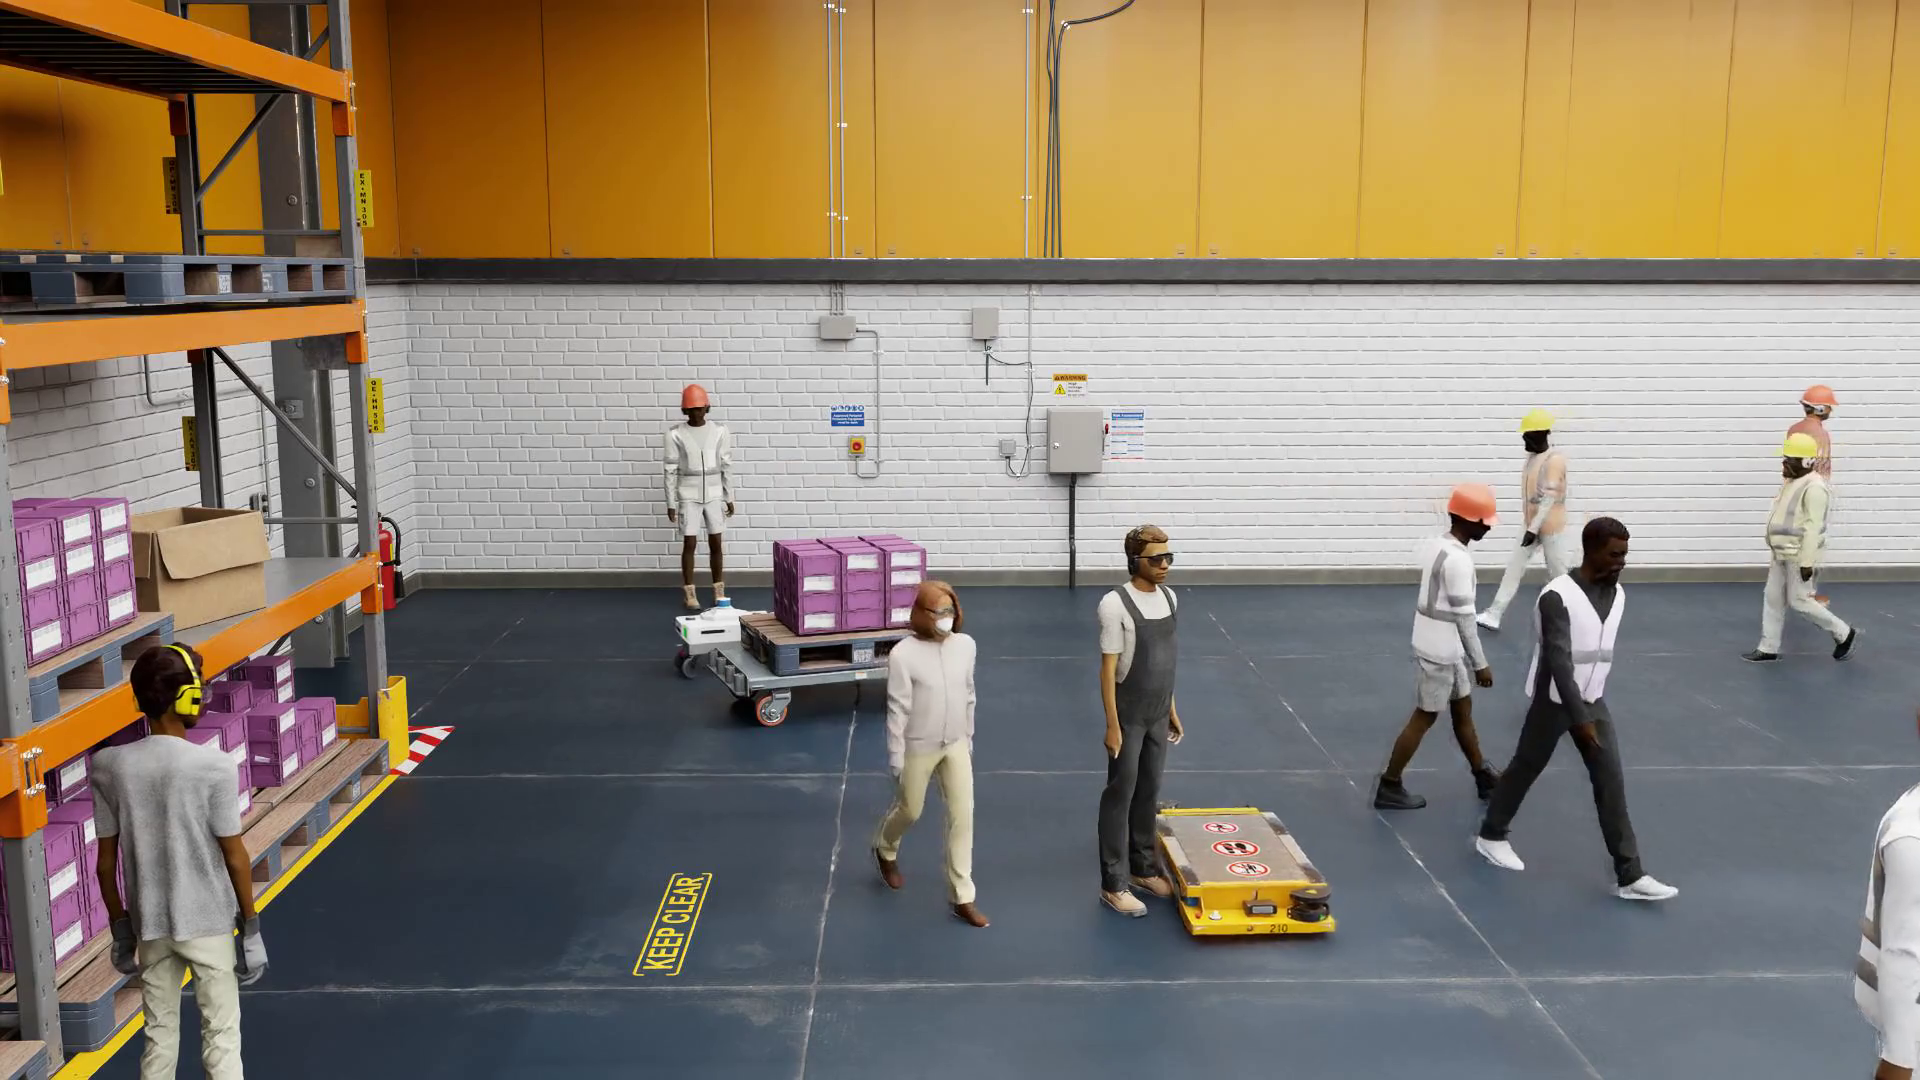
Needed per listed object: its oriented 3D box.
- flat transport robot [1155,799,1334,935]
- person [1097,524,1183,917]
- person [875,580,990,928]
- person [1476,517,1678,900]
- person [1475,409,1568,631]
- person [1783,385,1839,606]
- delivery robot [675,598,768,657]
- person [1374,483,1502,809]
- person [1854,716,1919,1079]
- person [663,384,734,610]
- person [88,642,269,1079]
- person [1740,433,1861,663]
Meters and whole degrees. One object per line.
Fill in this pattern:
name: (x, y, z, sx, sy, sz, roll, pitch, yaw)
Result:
flat transport robot: (1.326, 1.576, 8.170, 0.652, 0.197, 1.431, 0, 9, -3)
person: (0.863, 0.838, 7.884, 0.345, 1.847, 0.504, 9, 13, 44)
person: (-0.157, 0.962, 7.868, 0.510, 1.601, 0.800, -6, 11, -32)
person: (3.004, 0.796, 8.139, 0.592, 1.852, 1.066, -5, 11, -28)
person: (4.722, -0.133, 13.750, 0.959, 1.875, 0.591, -2, 9, -10)
person: (7.692, -0.409, 15.072, 0.389, 1.994, 0.617, 0, 9, -2)
delivery robot: (-1.775, 0.678, 12.524, 0.707, 0.478, 0.477, -3, 10, -20)
person: (2.764, 0.604, 9.253, 0.914, 1.869, 0.574, 2, 9, 9)
person: (2.748, 1.344, 4.686, 0.398, 1.884, 0.597, 7, 12, 38)
person: (-2.317, -0.379, 14.808, 0.619, 2.028, 0.409, -4, 10, -23)
person: (-2.471, 1.250, 5.313, 0.519, 1.862, 0.326, 1, 9, 4)
person: (6.440, 0.083, 12.657, 0.739, 1.808, 0.591, 1, 9, 6)
